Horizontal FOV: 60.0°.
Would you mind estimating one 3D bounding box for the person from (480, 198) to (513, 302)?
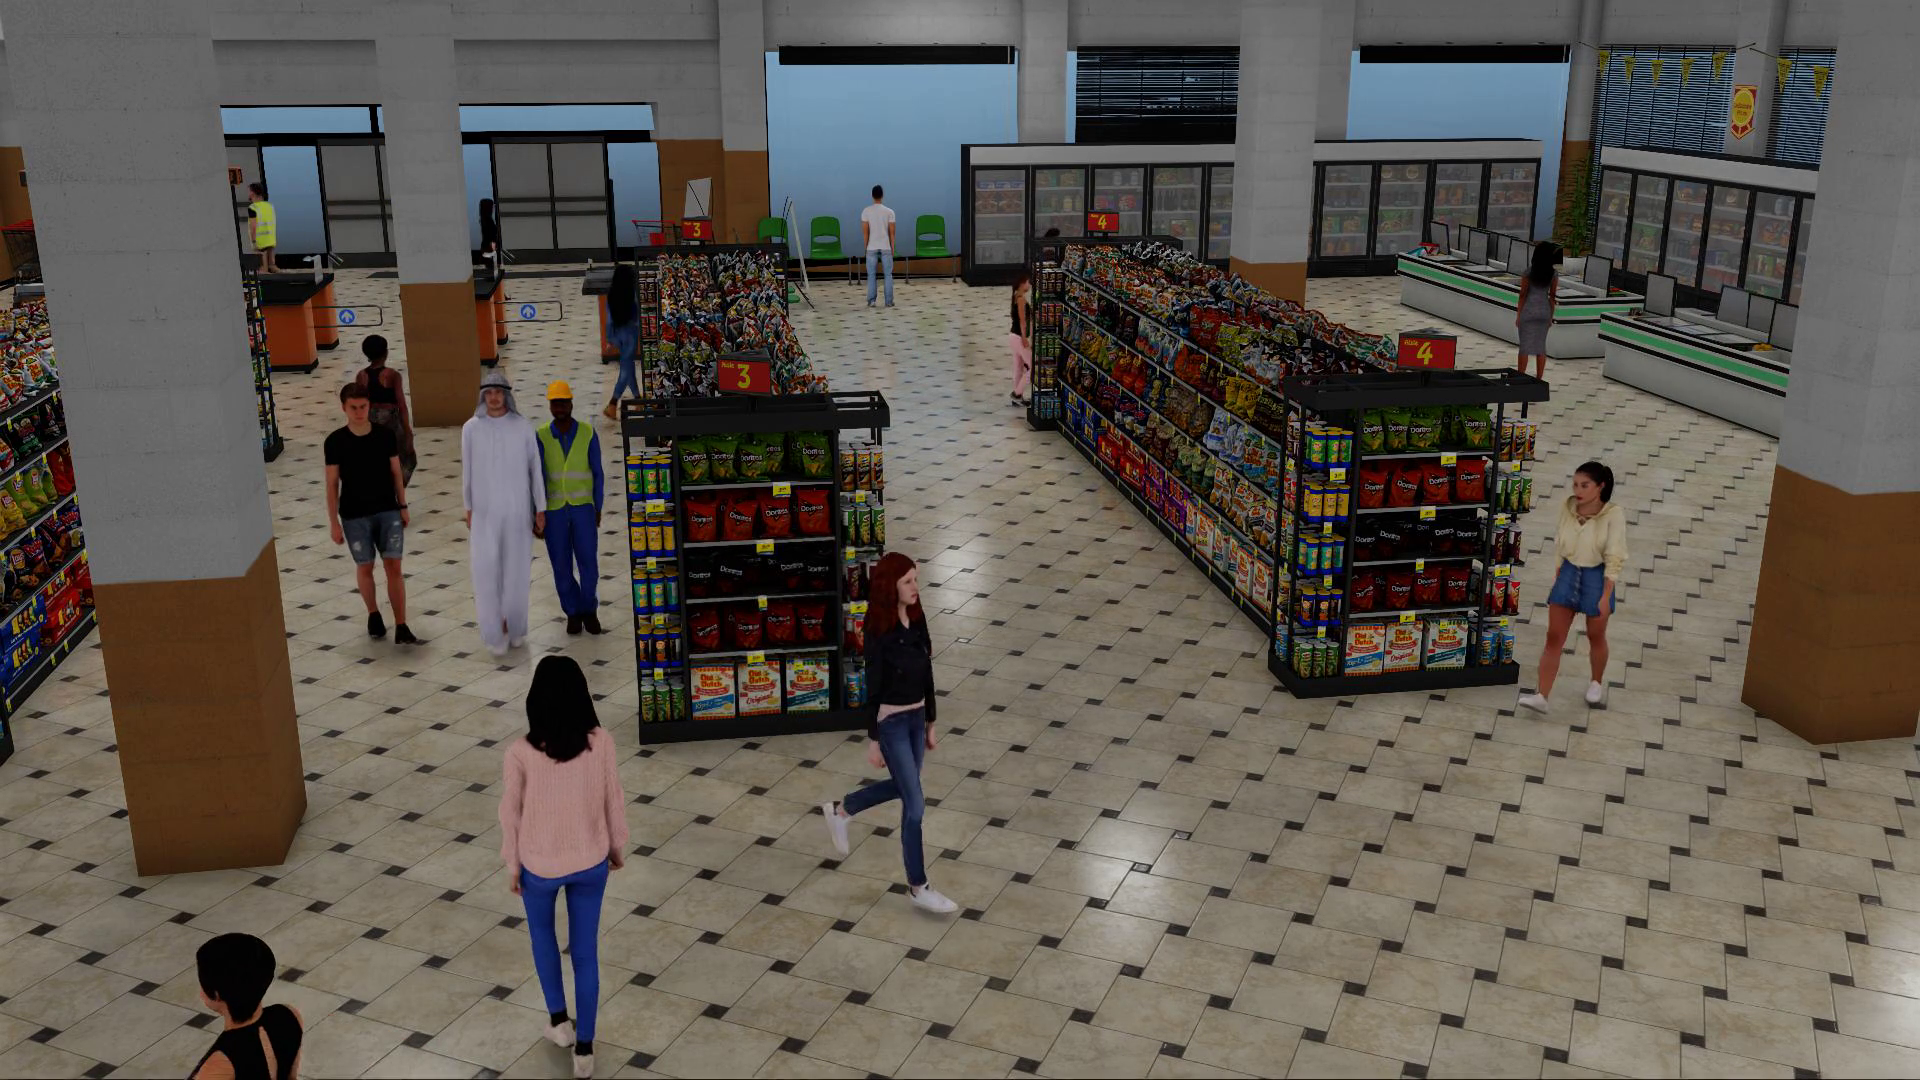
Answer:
[{"bbox_3d":[-7.455,-4.524,26.100,0.885,1.626,0.962,-12,21,-34],"label":"person"}]

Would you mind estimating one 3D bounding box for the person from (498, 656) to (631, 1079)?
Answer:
[{"bbox_3d":[-1.557,1.337,6.583,0.708,1.751,0.694,-5,18,-17],"label":"person"}]

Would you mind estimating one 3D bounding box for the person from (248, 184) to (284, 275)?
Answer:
[{"bbox_3d":[-10.986,-4.716,26.378,0.970,1.832,0.928,7,18,21],"label":"person"}]

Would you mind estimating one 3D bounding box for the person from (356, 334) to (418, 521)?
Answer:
[{"bbox_3d":[-4.850,-0.871,13.960,0.696,1.689,0.795,2,17,8],"label":"person"}]

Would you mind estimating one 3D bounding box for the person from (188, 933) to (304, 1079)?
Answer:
[{"bbox_3d":[-1.997,1.923,4.939,0.810,1.585,0.752,5,18,16],"label":"person"}]

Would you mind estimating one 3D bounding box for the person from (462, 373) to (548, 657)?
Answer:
[{"bbox_3d":[-3.129,-0.213,11.406,0.732,1.914,0.803,-4,17,-14],"label":"person"}]

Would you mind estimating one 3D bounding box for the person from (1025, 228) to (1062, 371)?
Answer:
[{"bbox_3d":[1.054,-2.850,20.291,1.116,1.797,1.201,-14,22,-39],"label":"person"}]

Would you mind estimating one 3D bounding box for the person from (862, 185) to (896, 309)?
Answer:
[{"bbox_3d":[-1.250,-4.541,25.744,0.708,1.866,0.618,0,17,-1],"label":"person"}]

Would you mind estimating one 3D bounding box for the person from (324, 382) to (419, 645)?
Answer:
[{"bbox_3d":[-4.100,-0.196,11.508,0.912,1.823,1.109,-9,19,-28],"label":"person"}]

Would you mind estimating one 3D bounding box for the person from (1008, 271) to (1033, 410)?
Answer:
[{"bbox_3d":[0.621,-2.236,18.676,0.614,1.561,0.532,-4,17,-14],"label":"person"}]

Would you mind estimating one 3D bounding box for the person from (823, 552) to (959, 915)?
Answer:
[{"bbox_3d":[-0.365,0.913,7.964,1.137,1.759,1.043,13,21,37],"label":"person"}]

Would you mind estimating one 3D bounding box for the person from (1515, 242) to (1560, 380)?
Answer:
[{"bbox_3d":[6.736,-2.586,19.453,0.624,1.779,0.594,1,17,2],"label":"person"}]

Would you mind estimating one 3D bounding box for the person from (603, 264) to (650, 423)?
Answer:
[{"bbox_3d":[-3.662,-2.092,18.025,1.050,1.664,1.286,7,18,21],"label":"person"}]

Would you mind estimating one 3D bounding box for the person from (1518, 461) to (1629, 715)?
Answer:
[{"bbox_3d":[3.916,0.295,10.311,1.124,1.579,1.083,16,23,41],"label":"person"}]

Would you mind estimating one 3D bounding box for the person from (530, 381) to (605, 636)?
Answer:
[{"bbox_3d":[-2.754,-0.232,11.664,0.670,1.800,0.651,-4,17,-13],"label":"person"}]
